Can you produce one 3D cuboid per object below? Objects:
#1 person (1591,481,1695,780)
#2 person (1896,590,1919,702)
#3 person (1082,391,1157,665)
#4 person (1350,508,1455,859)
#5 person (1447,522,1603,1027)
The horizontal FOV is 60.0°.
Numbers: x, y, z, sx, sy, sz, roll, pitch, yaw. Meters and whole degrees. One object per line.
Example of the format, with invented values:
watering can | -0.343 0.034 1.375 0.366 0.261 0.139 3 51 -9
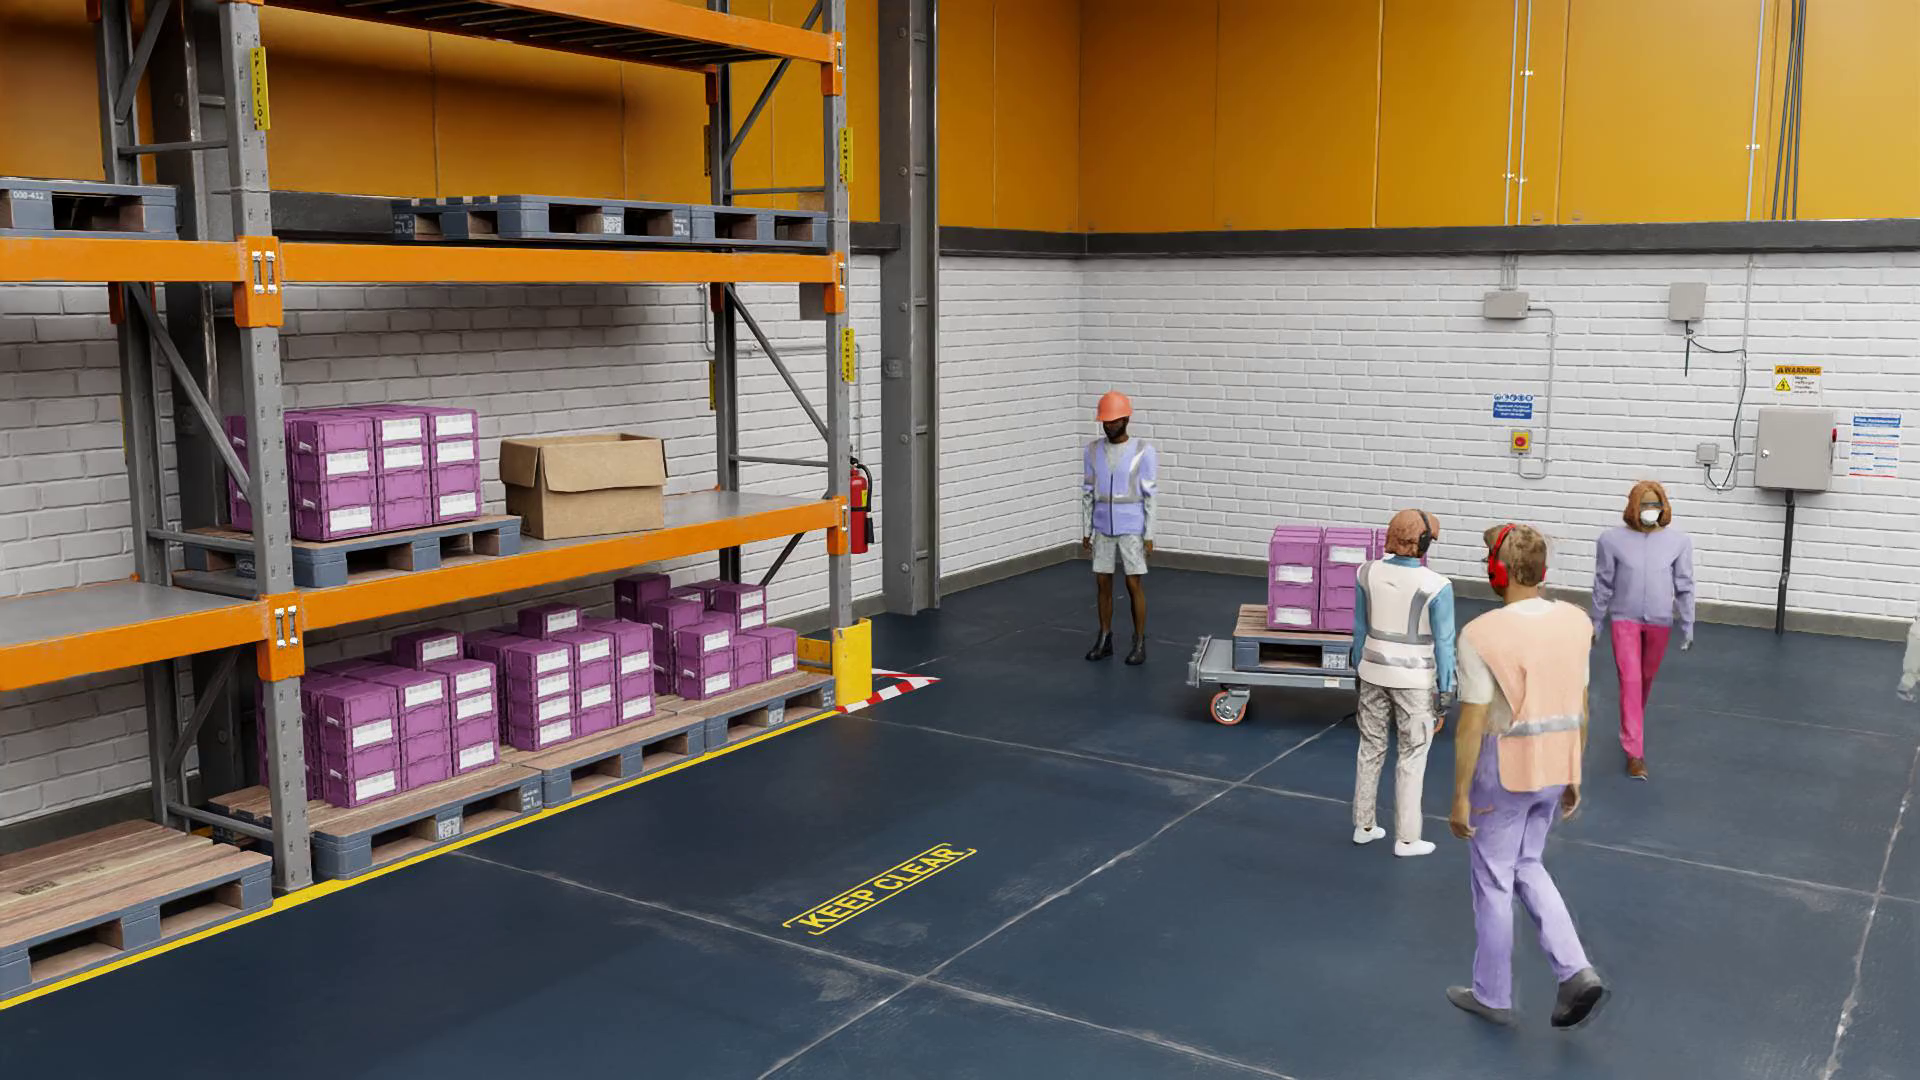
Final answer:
person | 3.778 0.458 9.205 0.512 1.589 0.841 1 9 10
person | 4.692 0.664 7.760 0.510 1.616 0.370 -1 9 -8
person | 1.097 -0.084 11.648 0.554 1.926 0.404 5 10 28
person | 2.043 0.664 7.729 0.312 1.631 0.529 -8 12 -43
person | 1.989 0.855 5.848 0.584 1.826 0.525 -4 10 -26
